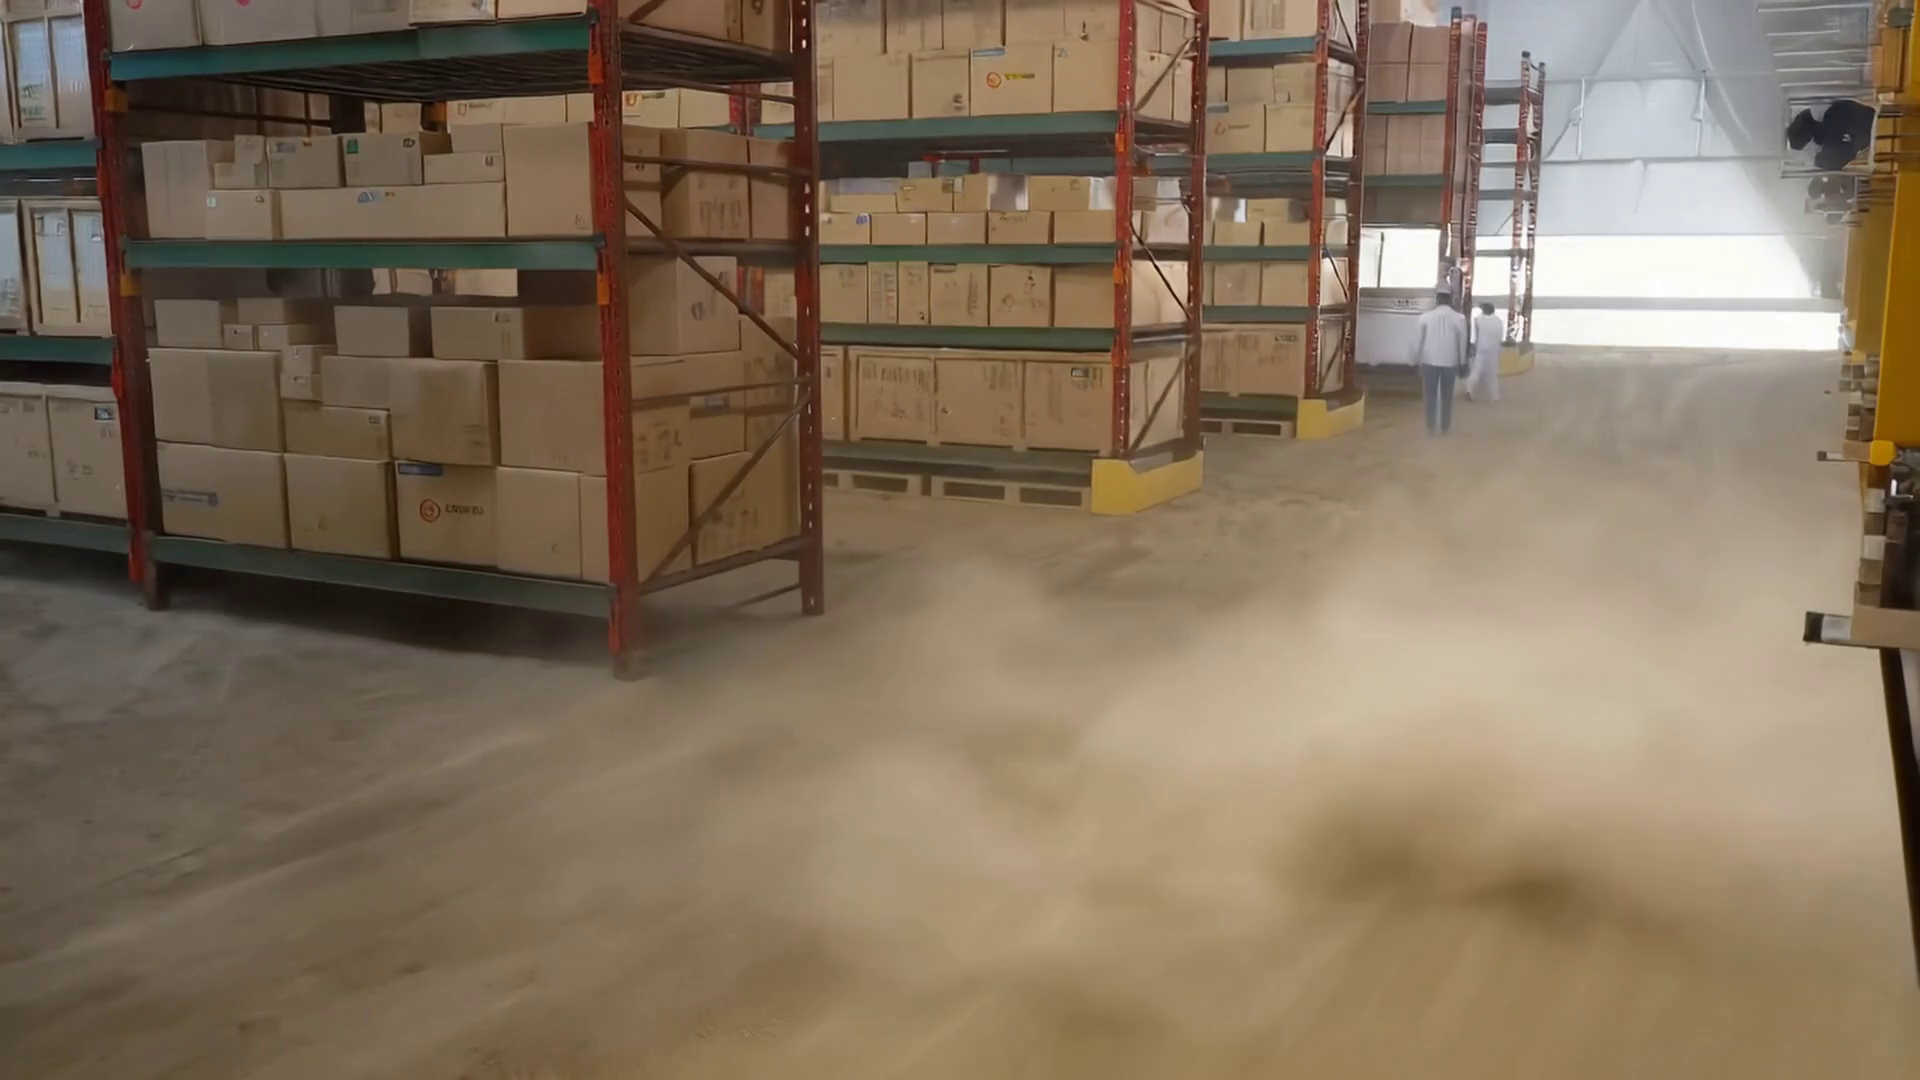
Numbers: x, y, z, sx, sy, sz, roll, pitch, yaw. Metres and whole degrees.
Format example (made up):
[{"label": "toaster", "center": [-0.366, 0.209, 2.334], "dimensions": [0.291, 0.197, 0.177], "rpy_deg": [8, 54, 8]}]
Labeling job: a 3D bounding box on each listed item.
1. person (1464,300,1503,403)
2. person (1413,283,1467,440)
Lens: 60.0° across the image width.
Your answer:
[{"label": "person", "center": [8.116, -2.899, 25.734], "dimensions": [0.680, 1.615, 0.534], "rpy_deg": [-9, 13, -41]}, {"label": "person", "center": [6.002, -2.224, 20.813], "dimensions": [0.635, 1.963, 0.848], "rpy_deg": [3, 10, 15]}]
